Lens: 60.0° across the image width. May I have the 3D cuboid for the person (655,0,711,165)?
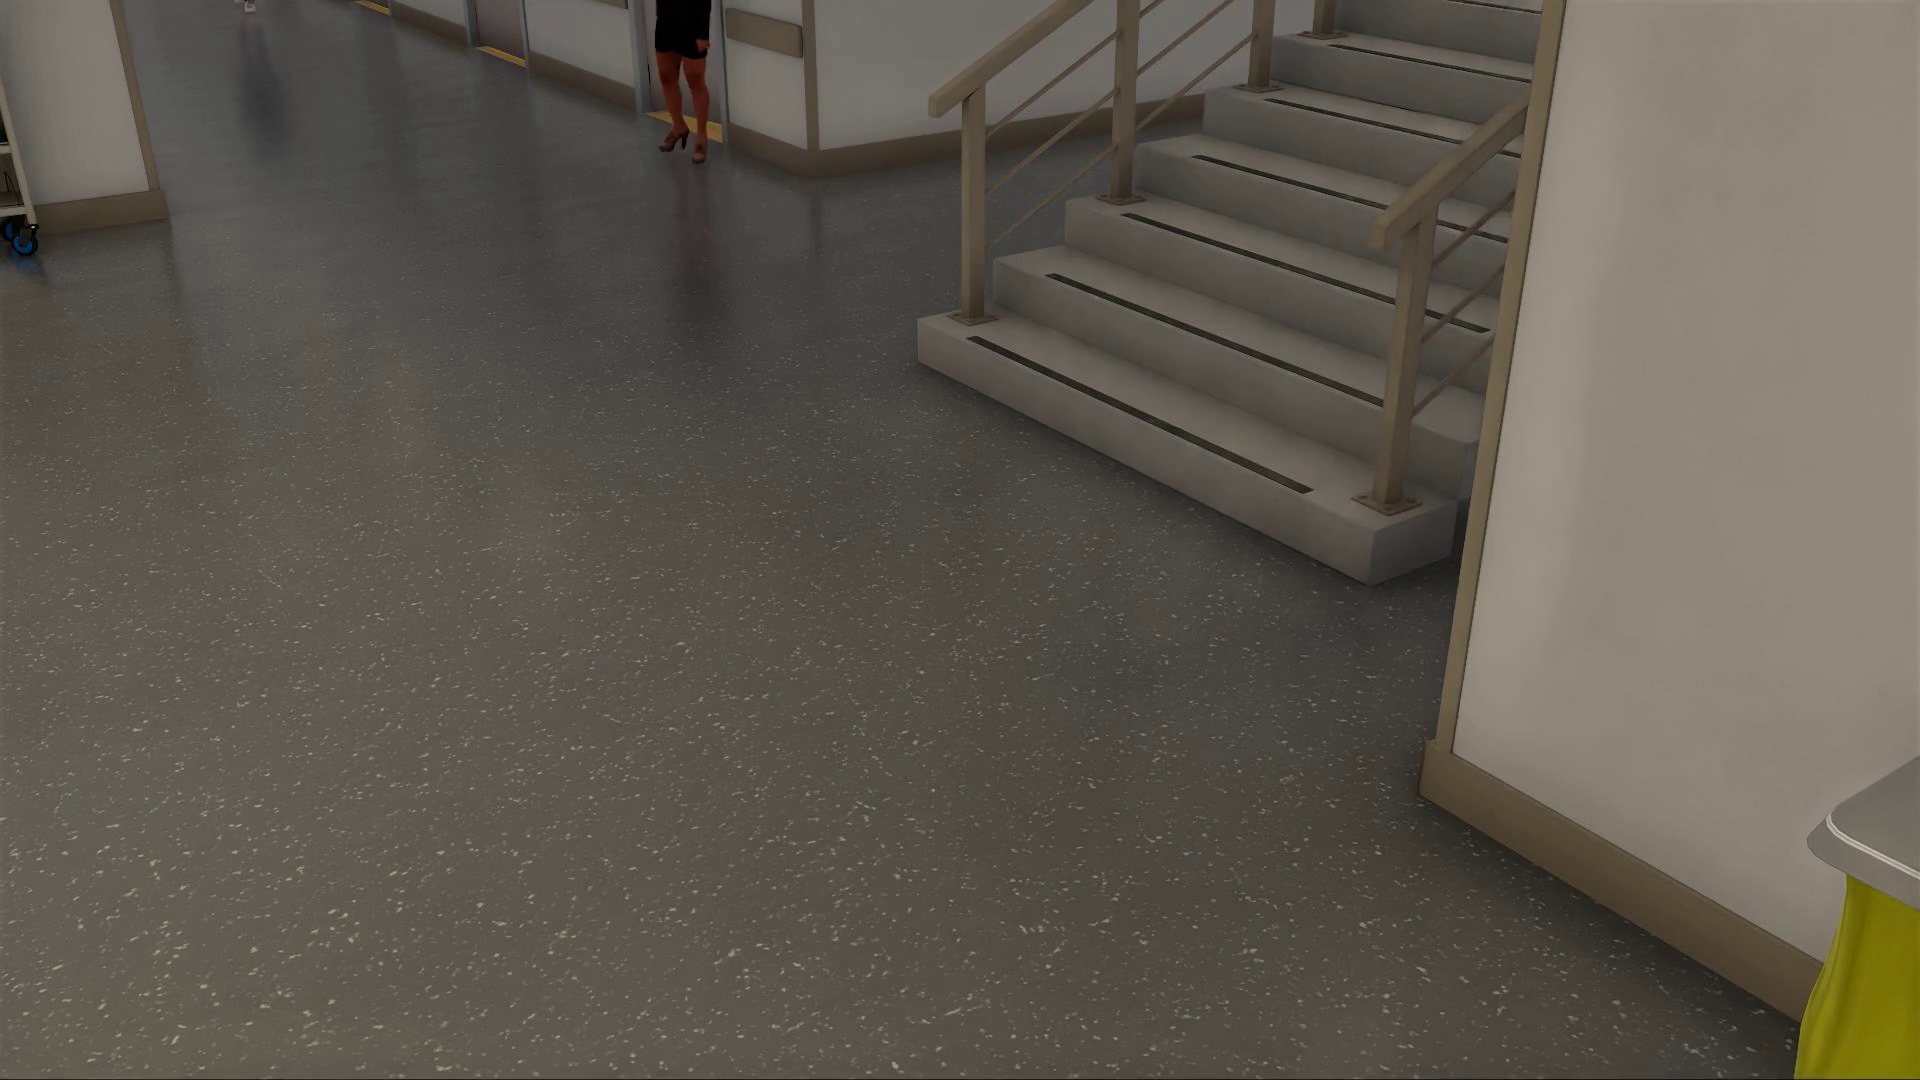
[{"bbox_3d":[-1.706,-3.136,10.292,0.782,1.611,0.770,23,34,39],"label":"person"}]
